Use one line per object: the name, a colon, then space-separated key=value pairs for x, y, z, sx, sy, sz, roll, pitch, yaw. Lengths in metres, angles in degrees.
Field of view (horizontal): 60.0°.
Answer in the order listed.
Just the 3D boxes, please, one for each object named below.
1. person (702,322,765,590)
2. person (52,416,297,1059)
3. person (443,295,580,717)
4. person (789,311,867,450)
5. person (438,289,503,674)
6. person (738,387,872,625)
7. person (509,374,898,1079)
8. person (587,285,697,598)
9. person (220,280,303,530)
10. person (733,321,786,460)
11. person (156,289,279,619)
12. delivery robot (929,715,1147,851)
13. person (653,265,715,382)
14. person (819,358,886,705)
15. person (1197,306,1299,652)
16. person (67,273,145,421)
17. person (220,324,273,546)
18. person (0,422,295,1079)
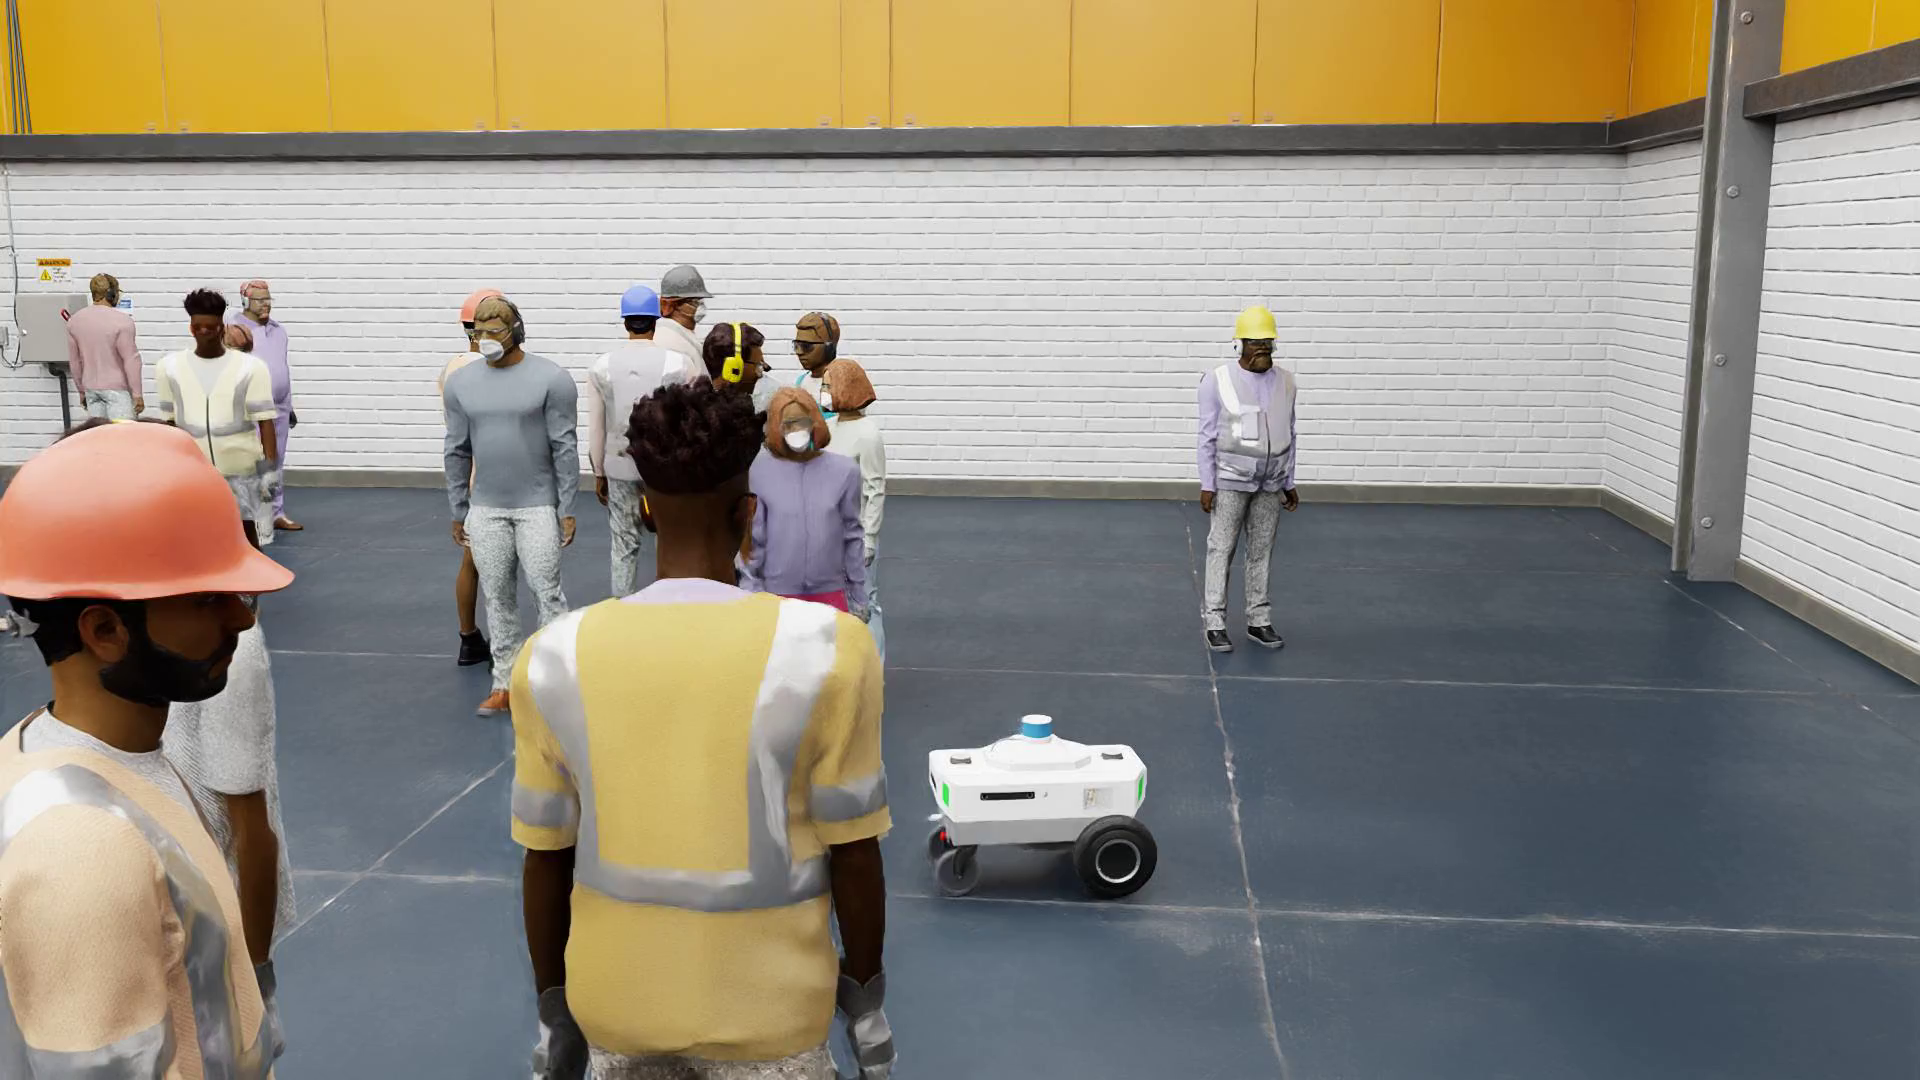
person: x=-0.893 y=0.092 z=6.433 sx=0.344 sy=1.857 sz=0.525 roll=-6 pitch=11 yaw=-29
person: x=-1.326 y=0.711 z=2.881 sx=0.320 sy=1.856 sz=0.526 roll=-10 pitch=14 yaw=-44
person: x=-2.034 y=-0.140 z=7.558 sx=0.636 sy=1.928 sz=0.386 roll=1 pitch=10 yaw=8
person: x=-0.650 y=-0.188 z=8.090 sx=0.501 sy=1.839 sz=0.347 roll=8 pitch=13 yaw=39
person: x=-2.374 y=-0.295 z=8.422 sx=0.543 sy=1.932 sz=0.378 roll=8 pitch=13 yaw=38
person: x=-0.589 y=0.227 z=6.357 sx=0.528 sy=1.616 sz=0.324 roll=-3 pitch=10 yaw=-19
person: x=-0.422 y=0.725 z=2.554 sx=0.615 sy=1.938 sz=0.763 roll=2 pitch=10 yaw=12
person: x=-1.671 y=-0.377 z=8.870 sx=0.604 sy=1.939 sz=0.416 roll=1 pitch=10 yaw=3
person: x=-5.204 y=-0.979 z=12.410 sx=0.403 sy=1.904 sz=0.652 roll=4 pitch=11 yaw=22
person: x=-1.187 y=-0.338 z=9.229 sx=0.486 sy=1.736 sz=0.326 roll=-6 pitch=12 yaw=-30
person: x=-4.093 y=-0.422 z=9.199 sx=0.622 sy=1.908 sz=1.011 roll=-2 pitch=10 yaw=-13
delivery robot: x=0.254 y=0.834 z=5.605 sx=0.707 sy=0.478 sz=0.477 roll=-1 pitch=10 yaw=-7
person: x=-1.616 y=-0.618 z=9.950 sx=0.536 sy=2.000 sz=0.684 roll=-1 pitch=10 yaw=-5
person: x=-0.522 y=-0.020 z=7.693 sx=0.279 sy=1.633 sz=0.501 roll=-7 pitch=12 yaw=-34
person: x=1.542 y=-0.322 z=8.848 sx=0.586 sy=1.835 sz=0.403 roll=-3 pitch=10 yaw=-19
person: x=-6.956 y=-1.206 z=13.607 sx=0.635 sy=1.937 sz=0.354 roll=3 pitch=10 yaw=15
person: x=-5.137 y=-0.746 z=11.941 sx=0.319 sy=1.608 sz=0.646 roll=-5 pitch=11 yaw=-26
person: x=-0.936 y=0.827 z=1.976 sx=0.371 sy=1.935 sz=0.551 roll=-6 pitch=11 yaw=-29
